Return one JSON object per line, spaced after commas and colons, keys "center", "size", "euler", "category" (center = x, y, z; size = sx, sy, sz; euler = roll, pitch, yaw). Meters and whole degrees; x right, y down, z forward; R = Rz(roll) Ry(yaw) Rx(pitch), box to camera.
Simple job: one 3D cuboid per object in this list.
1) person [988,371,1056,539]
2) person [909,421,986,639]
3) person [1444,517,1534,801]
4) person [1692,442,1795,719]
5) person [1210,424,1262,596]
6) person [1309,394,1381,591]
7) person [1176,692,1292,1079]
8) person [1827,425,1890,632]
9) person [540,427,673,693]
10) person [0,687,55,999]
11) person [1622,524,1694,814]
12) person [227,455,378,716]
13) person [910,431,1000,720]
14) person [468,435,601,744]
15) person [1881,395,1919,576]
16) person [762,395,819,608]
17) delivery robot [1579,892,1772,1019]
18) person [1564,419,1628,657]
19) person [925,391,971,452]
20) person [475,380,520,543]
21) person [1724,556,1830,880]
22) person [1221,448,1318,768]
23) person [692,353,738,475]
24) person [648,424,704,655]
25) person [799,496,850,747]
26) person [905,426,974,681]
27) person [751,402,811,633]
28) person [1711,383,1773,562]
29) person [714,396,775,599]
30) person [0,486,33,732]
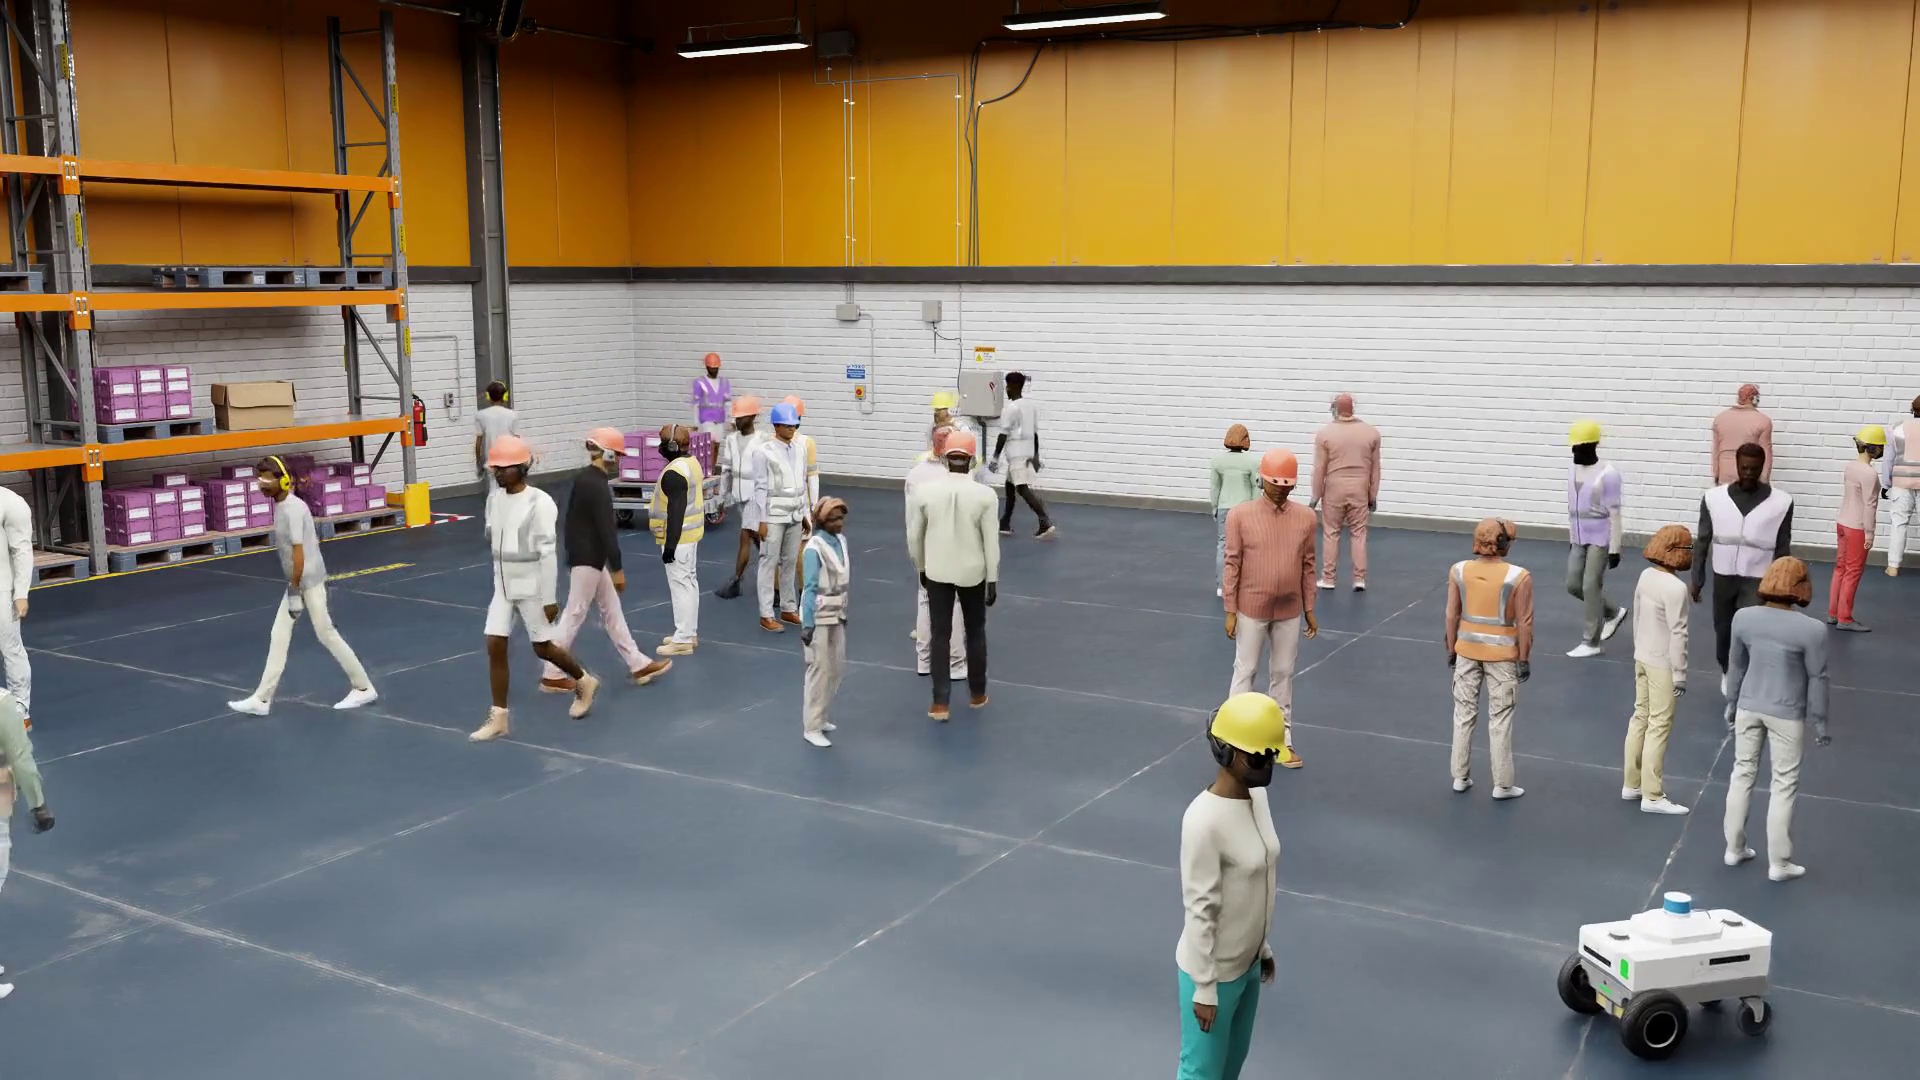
{"center": [0.731, -0.979, 19.126], "size": [0.964, 1.926, 0.609], "euler": [5, 10, 29], "category": "person"}
{"center": [-0.101, -0.067, 13.763], "size": [0.663, 1.819, 0.505], "euler": [1, 9, 7], "category": "person"}
{"center": [3.049, 0.683, 9.616], "size": [0.515, 1.636, 0.314], "euler": [8, 12, 41], "category": "person"}
{"center": [5.447, 0.243, 11.604], "size": [0.600, 1.889, 0.931], "euler": [5, 11, 30], "category": "person"}
{"center": [2.585, -0.269, 15.569], "size": [0.498, 1.633, 0.285], "euler": [5, 10, 27], "category": "person"}
{"center": [3.671, -0.430, 15.899], "size": [0.667, 1.921, 0.435], "euler": [0, 9, -3], "category": "person"}
{"center": [0.856, 1.331, 5.195], "size": [0.328, 1.759, 0.524], "euler": [5, 11, 30], "category": "person"}
{"center": [7.651, -0.101, 14.135], "size": [0.342, 1.756, 0.518], "euler": [1, 9, 6], "category": "person"}
{"center": [-2.603, 0.150, 12.043], "size": [1.006, 1.918, 0.625], "euler": [-3, 10, -20], "category": "person"}
{"center": [-4.057, 1.125, 6.914], "size": [0.520, 1.623, 0.507], "euler": [3, 9, 16], "category": "person"}
{"center": [3.963, 0.718, 9.403], "size": [0.264, 1.632, 0.507], "euler": [0, 9, -2], "category": "person"}
{"center": [-4.526, 0.315, 11.384], "size": [1.001, 1.815, 0.561], "euler": [-7, 11, -36], "category": "person"}
{"center": [-0.036, 0.241, 11.442], "size": [0.642, 1.959, 0.707], "euler": [1, 9, 6], "category": "person"}
{"center": [-2.820, 0.289, 10.967], "size": [0.609, 2.012, 0.939], "euler": [6, 11, 33], "category": "person"}
{"center": [9.551, -0.539, 16.606], "size": [0.634, 1.842, 0.429], "euler": [5, 10, 28], "category": "person"}
{"center": [-1.521, -0.341, 15.070], "size": [0.545, 1.938, 0.361], "euler": [3, 10, 17], "category": "person"}
{"center": [2.852, 1.649, 6.632], "size": [0.707, 0.478, 0.477], "euler": [-3, 10, -13], "category": "delivery robot"}
{"center": [5.045, -0.016, 13.173], "size": [0.664, 1.905, 0.592], "euler": [-3, 10, -18], "category": "person"}
{"center": [-0.112, -0.695, 17.727], "size": [0.593, 1.801, 0.862], "euler": [6, 11, 31], "category": "person"}
{"center": [-5.102, -0.842, 18.476], "size": [0.518, 1.851, 0.498], "euler": [0, 9, -2], "category": "person"}
{"center": [4.101, 0.889, 8.372], "size": [0.286, 1.625, 0.502], "euler": [-6, 11, -33], "category": "person"}
{"center": [1.900, 0.422, 10.161], "size": [0.611, 1.985, 0.393], "euler": [-2, 9, -12], "category": "person"}
{"center": [-3.453, -1.686, 23.589], "size": [0.551, 1.904, 0.799], "euler": [-7, 12, -38], "category": "person"}
{"center": [-2.263, -0.006, 13.283], "size": [0.429, 1.844, 0.627], "euler": [0, 9, 1], "category": "person"}
{"center": [-0.873, 0.513, 10.709], "size": [0.375, 1.624, 0.562], "euler": [3, 10, 19], "category": "person"}
{"center": [-0.098, 0.097, 12.440], "size": [0.651, 1.904, 0.403], "euler": [8, 12, 39], "category": "person"}
{"center": [-1.504, -0.199, 14.148], "size": [0.402, 1.949, 0.605], "euler": [7, 12, 39], "category": "person"}
{"center": [8.146, -0.678, 17.302], "size": [0.401, 1.901, 0.641], "euler": [-6, 11, -33], "category": "person"}
{"center": [-2.005, -0.426, 15.781], "size": [0.566, 1.886, 1.012], "euler": [6, 11, 33], "category": "person"}
{"center": [-6.337, 0.339, 10.819], "size": [0.627, 1.941, 0.371], "euler": [1, 9, 6], "category": "person"}
